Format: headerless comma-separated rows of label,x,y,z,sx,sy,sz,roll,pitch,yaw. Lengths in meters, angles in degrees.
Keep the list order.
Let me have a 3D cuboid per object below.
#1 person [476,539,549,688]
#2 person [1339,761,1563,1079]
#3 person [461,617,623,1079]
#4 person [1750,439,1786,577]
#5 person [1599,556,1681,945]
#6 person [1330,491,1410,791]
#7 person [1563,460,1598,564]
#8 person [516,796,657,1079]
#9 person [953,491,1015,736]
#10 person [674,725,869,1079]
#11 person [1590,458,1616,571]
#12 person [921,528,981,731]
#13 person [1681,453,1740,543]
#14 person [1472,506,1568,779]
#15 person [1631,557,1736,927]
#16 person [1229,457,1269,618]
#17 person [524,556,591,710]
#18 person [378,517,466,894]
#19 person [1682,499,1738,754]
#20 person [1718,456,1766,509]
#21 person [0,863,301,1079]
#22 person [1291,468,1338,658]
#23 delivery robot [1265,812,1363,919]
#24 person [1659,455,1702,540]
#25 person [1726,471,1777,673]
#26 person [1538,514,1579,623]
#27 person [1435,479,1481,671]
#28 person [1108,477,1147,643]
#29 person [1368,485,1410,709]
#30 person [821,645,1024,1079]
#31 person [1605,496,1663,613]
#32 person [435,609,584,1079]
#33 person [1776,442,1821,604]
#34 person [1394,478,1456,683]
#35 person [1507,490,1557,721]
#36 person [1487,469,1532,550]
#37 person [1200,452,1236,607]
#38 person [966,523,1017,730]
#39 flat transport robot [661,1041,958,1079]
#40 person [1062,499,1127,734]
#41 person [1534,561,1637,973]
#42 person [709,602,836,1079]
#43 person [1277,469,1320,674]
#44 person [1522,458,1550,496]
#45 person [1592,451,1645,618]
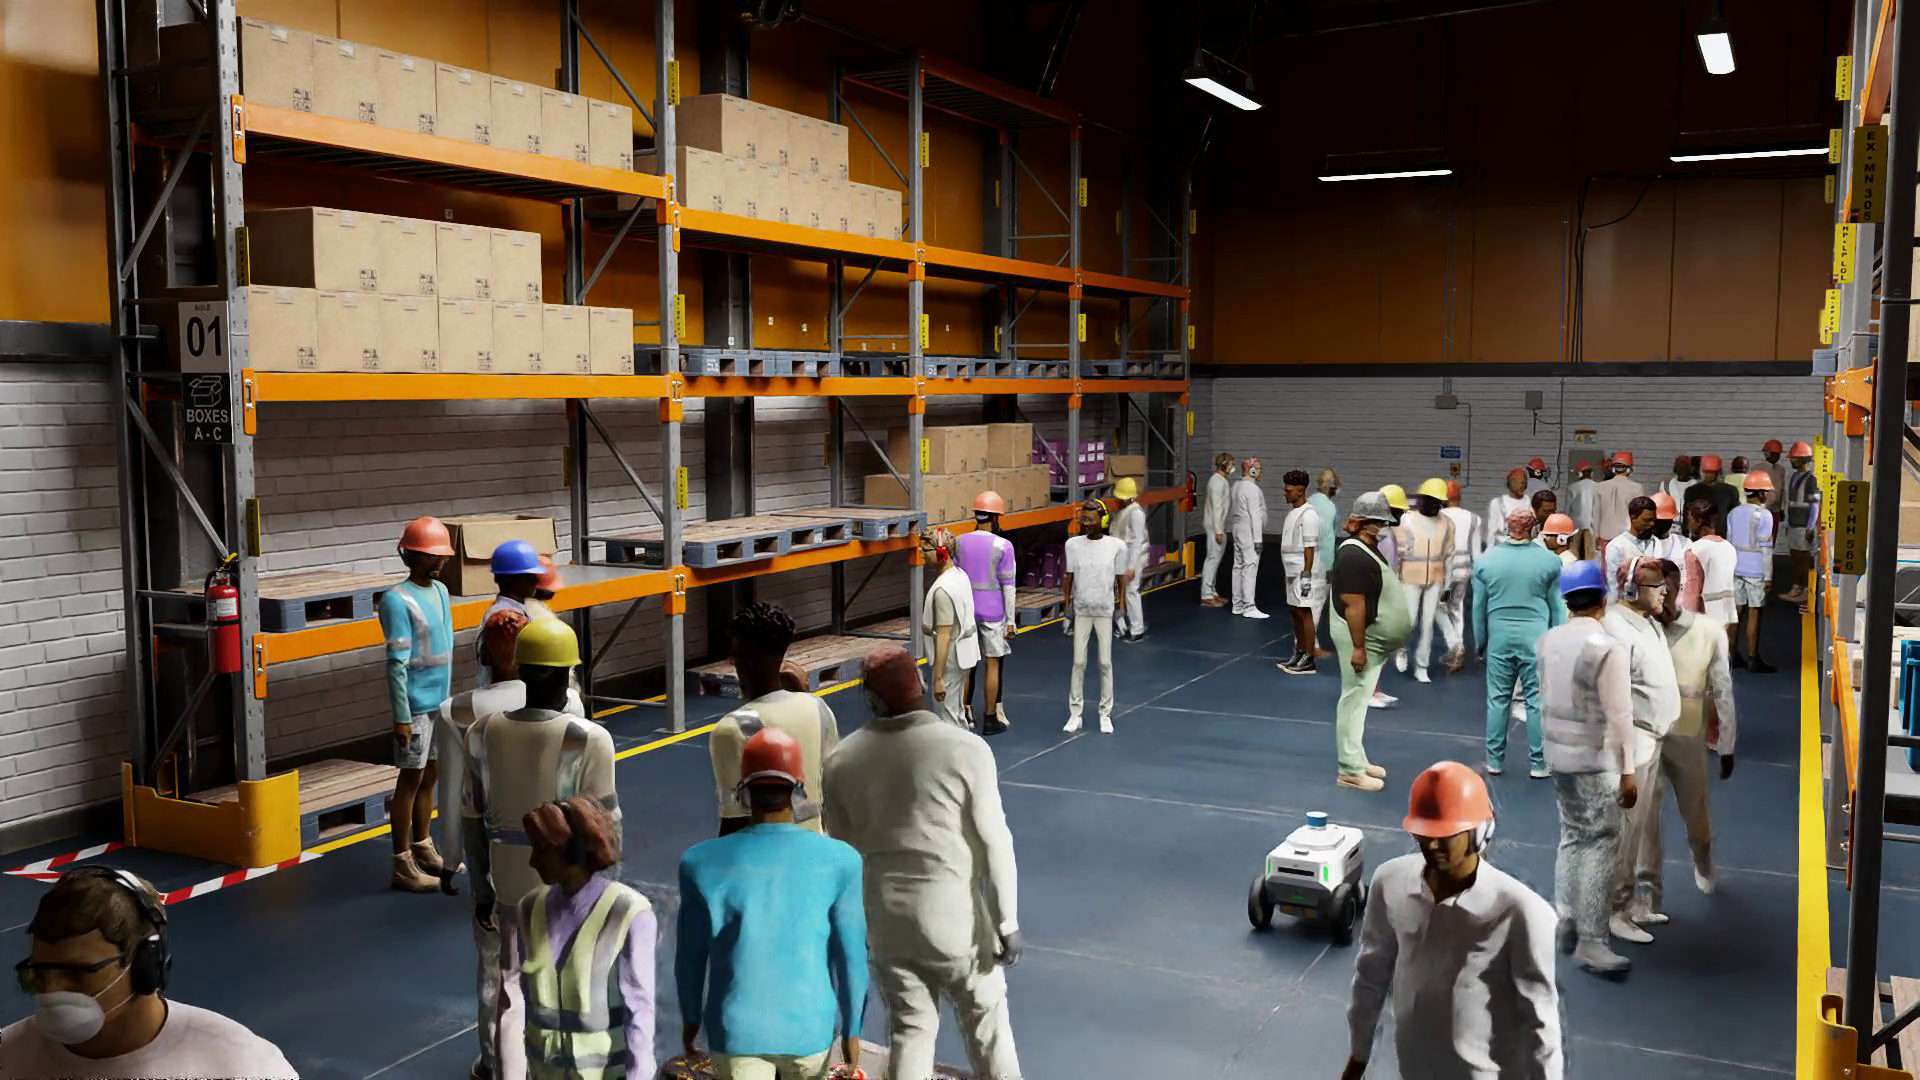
person,-2.348,0.967,8.766,0.387,1.948,0.601,-1,5,-8
person,1.313,1.461,4.578,0.610,1.729,0.579,-4,7,-36
person,-1.479,1.237,5.977,0.594,1.924,0.374,1,5,13
person,11.567,-0.447,23.792,0.621,1.986,0.415,-2,6,-21
person,3.383,1.028,8.334,0.409,1.907,0.651,4,6,34
person,2.819,0.673,11.440,0.535,2.000,0.686,2,6,18
person,8.556,-0.229,22.823,0.605,1.710,0.646,1,5,6
person,-1.036,1.515,4.728,0.522,1.598,0.804,2,6,22
person,0.192,0.578,13.105,0.548,1.923,0.391,2,6,24
person,-0.571,1.420,4.995,0.573,1.736,0.381,-1,5,-10
person,7.807,-0.053,20.115,0.355,1.876,0.666,3,6,29
person,-0.069,0.835,10.803,0.394,1.836,0.560,1,5,10
person,8.632,-0.013,19.134,0.623,1.981,0.561,4,6,34
person,3.933,0.716,11.678,0.636,1.911,0.404,3,6,30
person,3.727,1.007,8.694,0.638,1.888,0.847,4,6,35
person,3.439,-0.030,19.709,0.403,1.911,0.637,-1,5,-14
person,-2.588,0.932,10.442,0.417,1.703,0.623,-3,6,-33
person,-2.922,0.888,9.122,0.388,2.039,0.613,1,5,7
person,5.594,0.647,12.455,0.597,1.907,0.404,-4,7,-40
person,10.271,-0.199,21.933,0.641,1.826,0.439,4,7,37
person,-1.461,1.513,2.940,0.629,1.939,0.372,0,5,2
person,3.613,0.235,16.821,0.433,1.921,0.701,-1,5,-8
delivery robot,1.817,1.634,8.495,0.477,0.478,0.707,3,6,28
person,8.978,-0.111,20.699,0.582,1.882,0.338,3,6,31
person,7.603,0.303,15.960,0.372,1.939,0.544,-1,5,-14
person,4.671,0.667,13.021,0.330,1.751,0.565,1,5,8
person,4.738,0.347,15.953,0.578,1.863,0.791,-1,5,-9
person,1.785,0.217,17.697,0.460,1.786,0.623,-1,5,-14
person,3.590,0.482,14.189,0.441,1.913,0.685,3,6,31
person,-0.066,1.288,5.826,0.711,1.857,0.702,3,6,25
person,5.210,0.607,12.877,0.602,1.907,0.399,-3,6,-32
person,-1.747,1.208,6.522,0.574,1.883,0.361,-2,6,-21
person,10.574,-0.214,20.969,0.391,2.040,0.614,0,5,1
person,4.293,0.366,15.445,0.617,1.902,0.466,0,5,-2
person,4.731,0.537,13.643,0.598,1.907,0.404,-2,6,-24
person,6.115,0.144,18.241,0.596,1.834,0.976,-1,5,-9
person,3.228,-0.131,20.754,0.391,1.927,0.643,1,5,15
person,0.208,0.670,13.321,0.532,1.693,0.319,-2,6,-19
flat transport robot,-0.383,2.052,6.006,1.431,0.197,0.652,4,7,37
person,1.067,0.601,13.158,0.517,1.865,0.334,1,5,12
person,3.025,1.070,7.967,0.376,1.901,0.792,-1,5,-11
person,-0.695,1.206,6.091,0.370,1.966,0.608,4,6,34
person,3.245,0.301,15.911,0.370,1.958,0.598,-1,5,-9
person,7.917,-0.251,22.942,0.339,1.745,0.561,-4,7,-38
person,7.755,-0.052,19.551,0.618,1.985,0.406,5,7,45
